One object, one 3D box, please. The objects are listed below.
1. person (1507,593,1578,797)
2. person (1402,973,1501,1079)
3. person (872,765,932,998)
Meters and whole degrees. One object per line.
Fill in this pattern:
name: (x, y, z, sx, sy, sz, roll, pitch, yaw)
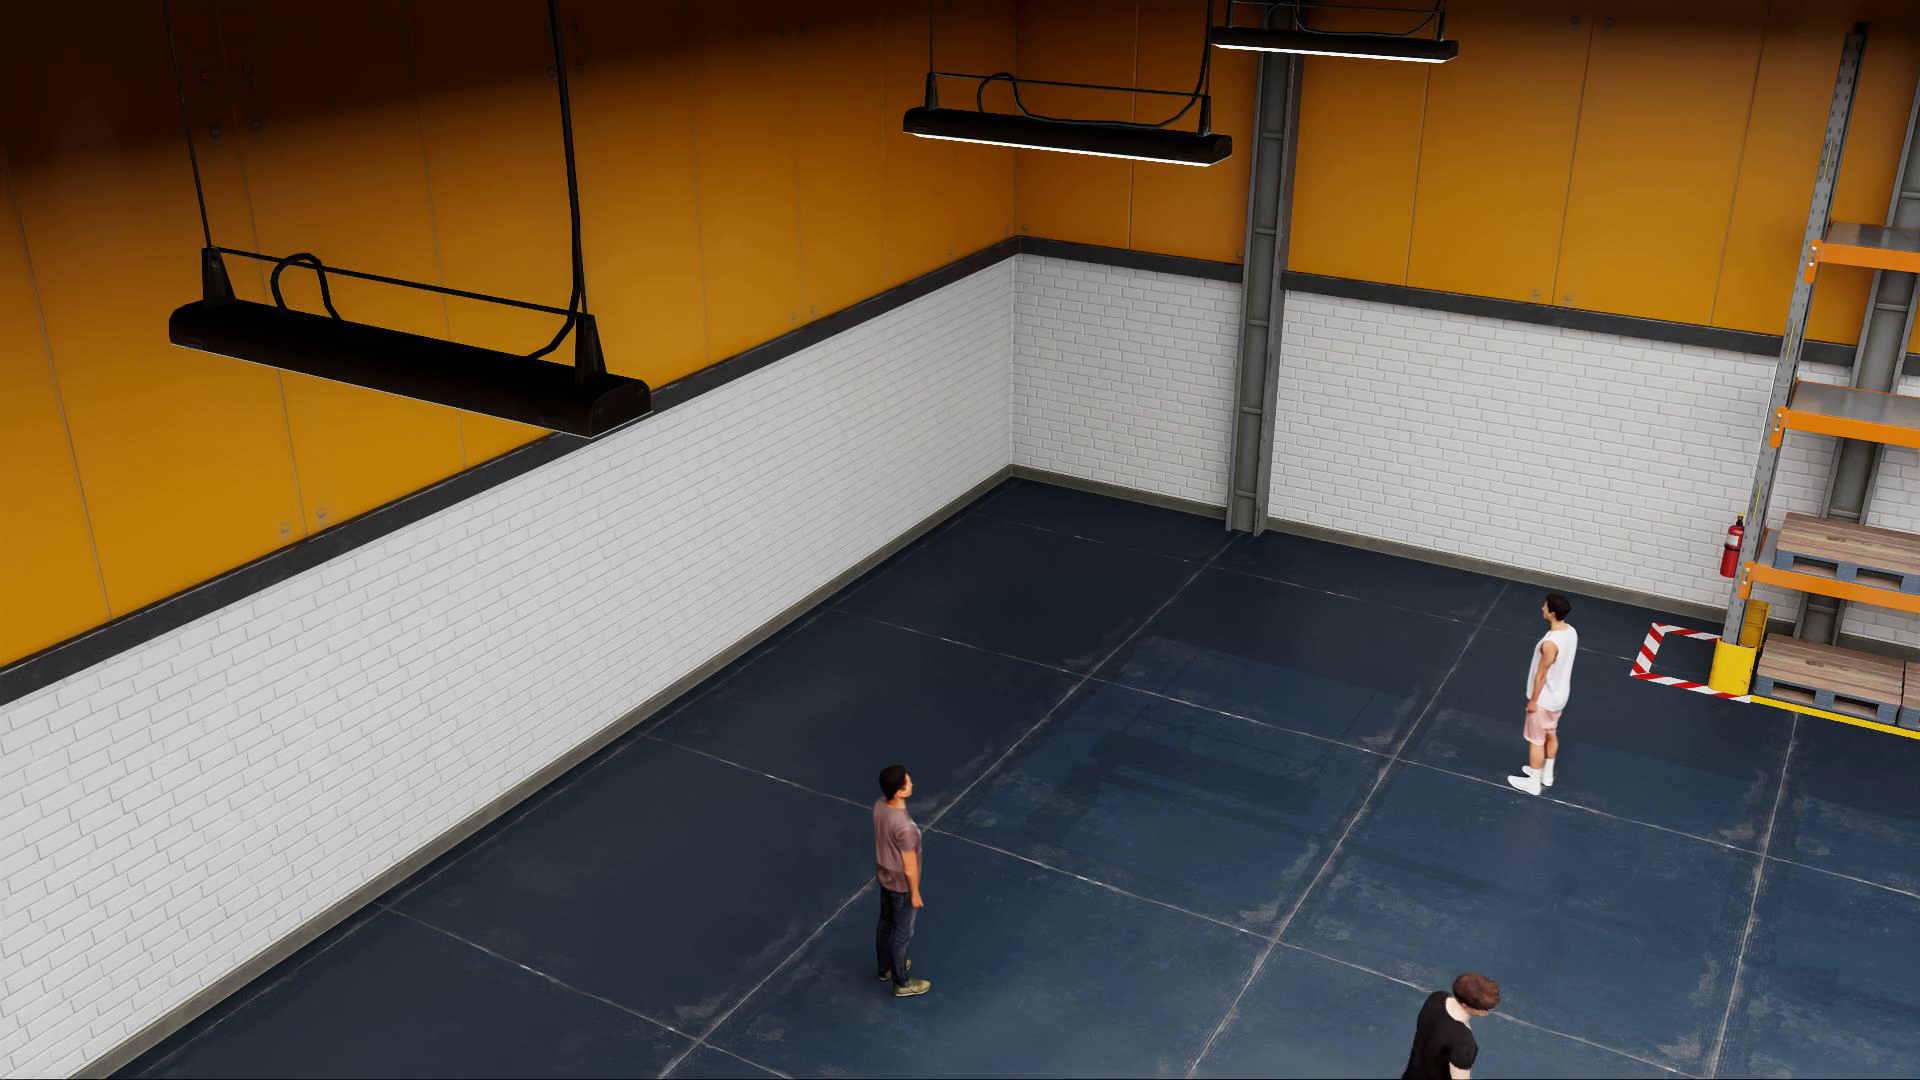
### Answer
person: (4.915, 1.289, 13.879, 0.629, 1.784, 0.666, 20, 30, 37)
person: (2.649, 3.186, 9.455, 1.043, 1.852, 0.983, -10, 26, -22)
person: (-0.443, 2.336, 11.488, 0.773, 1.779, 0.662, -12, 26, -26)
